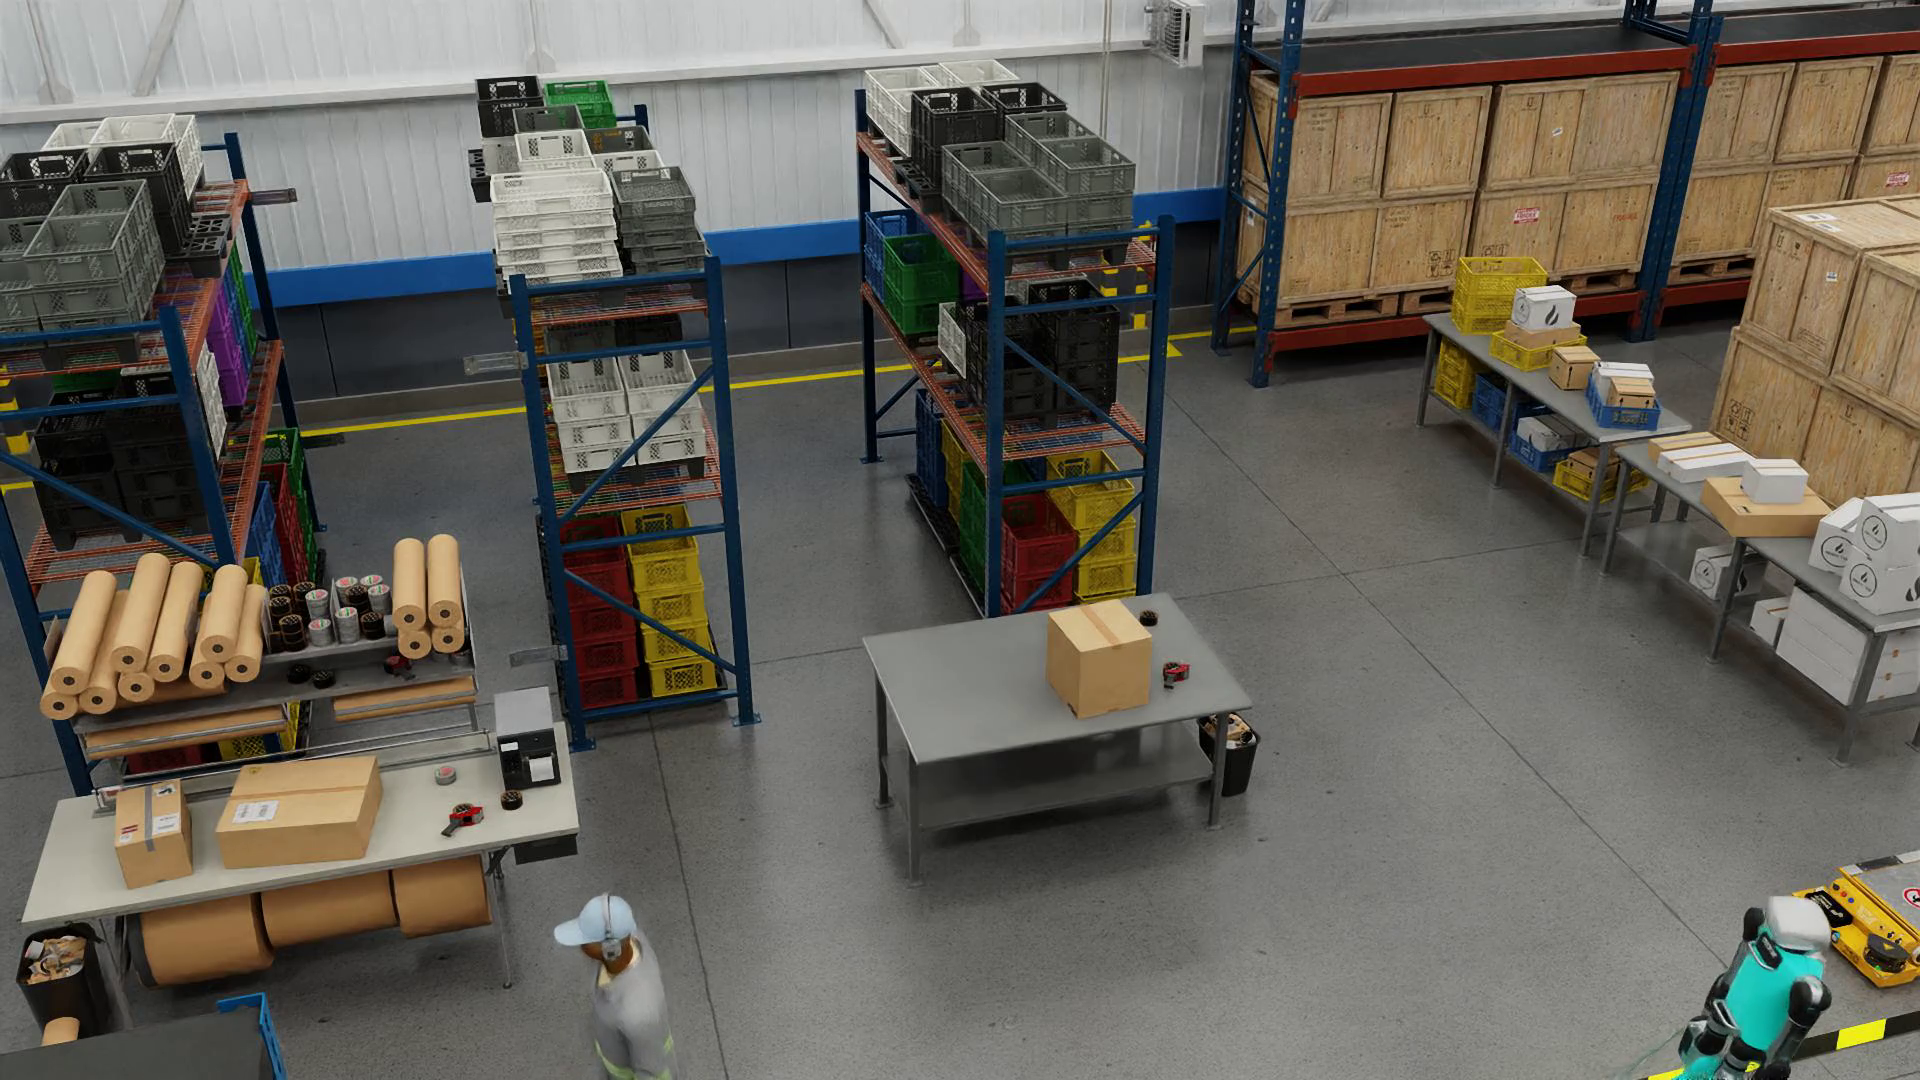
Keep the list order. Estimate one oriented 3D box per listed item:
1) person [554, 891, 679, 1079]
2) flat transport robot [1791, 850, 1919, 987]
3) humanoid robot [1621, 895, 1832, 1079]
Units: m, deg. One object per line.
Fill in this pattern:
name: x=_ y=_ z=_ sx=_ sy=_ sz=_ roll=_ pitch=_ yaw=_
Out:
person: x=-1.322 y=2.140 z=6.623 sx=0.395 sy=1.850 sz=0.596 roll=-9 pitch=30 yaw=-16
flat transport robot: x=5.163 y=1.916 z=8.676 sx=1.431 sy=0.231 sz=0.659 roll=-8 pitch=30 yaw=-14
humanoid robot: x=2.906 y=2.182 z=6.651 sx=0.782 sy=1.738 sz=0.617 roll=0 pitch=29 yaw=0
